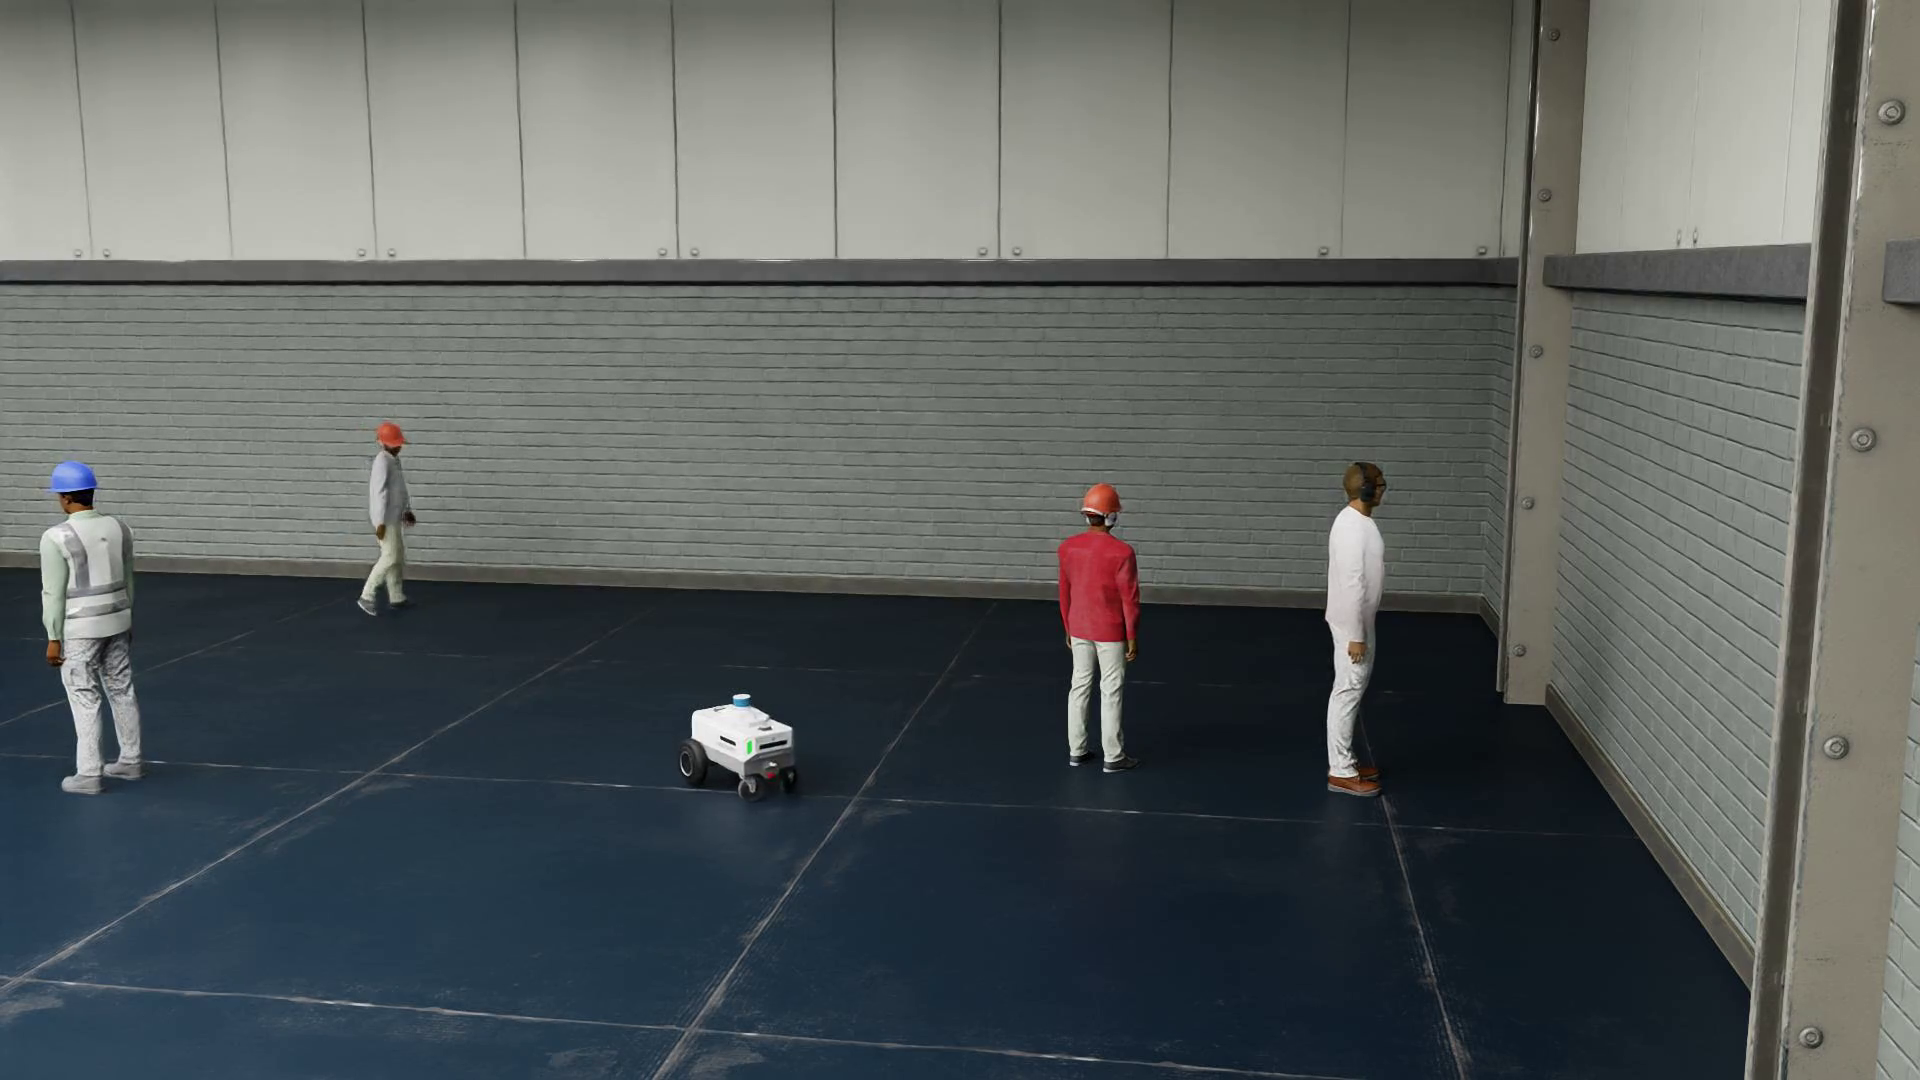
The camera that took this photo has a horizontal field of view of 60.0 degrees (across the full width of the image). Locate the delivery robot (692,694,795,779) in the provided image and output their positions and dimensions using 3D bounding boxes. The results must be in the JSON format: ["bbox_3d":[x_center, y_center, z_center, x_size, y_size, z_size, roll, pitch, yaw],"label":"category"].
[{"bbox_3d":[-1.269,1.146,9.709,0.477,0.478,0.707,-7,12,-37],"label":"delivery robot"}]

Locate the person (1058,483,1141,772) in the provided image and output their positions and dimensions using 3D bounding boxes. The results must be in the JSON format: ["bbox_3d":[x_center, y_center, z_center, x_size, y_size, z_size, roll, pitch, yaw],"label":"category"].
[{"bbox_3d":[0.859,0.529,10.104,0.563,1.755,0.323,7,12,38],"label":"person"}]

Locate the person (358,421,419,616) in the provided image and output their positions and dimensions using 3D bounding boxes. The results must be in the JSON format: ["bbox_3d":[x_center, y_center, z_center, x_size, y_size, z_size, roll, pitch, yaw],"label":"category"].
[{"bbox_3d":[-5.105,-0.209,14.771,0.465,1.728,0.709,-2,9,-12],"label":"person"}]

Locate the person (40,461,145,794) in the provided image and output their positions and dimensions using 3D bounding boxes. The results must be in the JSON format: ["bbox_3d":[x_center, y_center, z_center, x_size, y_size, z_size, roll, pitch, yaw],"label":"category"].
[{"bbox_3d":[-5.078,0.505,9.715,0.412,1.940,0.602,3,10,18],"label":"person"}]

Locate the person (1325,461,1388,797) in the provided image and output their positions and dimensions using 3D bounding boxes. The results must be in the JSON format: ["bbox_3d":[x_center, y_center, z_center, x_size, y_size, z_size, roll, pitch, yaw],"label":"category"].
[{"bbox_3d":[2.314,0.504,9.699,0.359,1.939,0.635,2,10,15],"label":"person"}]
